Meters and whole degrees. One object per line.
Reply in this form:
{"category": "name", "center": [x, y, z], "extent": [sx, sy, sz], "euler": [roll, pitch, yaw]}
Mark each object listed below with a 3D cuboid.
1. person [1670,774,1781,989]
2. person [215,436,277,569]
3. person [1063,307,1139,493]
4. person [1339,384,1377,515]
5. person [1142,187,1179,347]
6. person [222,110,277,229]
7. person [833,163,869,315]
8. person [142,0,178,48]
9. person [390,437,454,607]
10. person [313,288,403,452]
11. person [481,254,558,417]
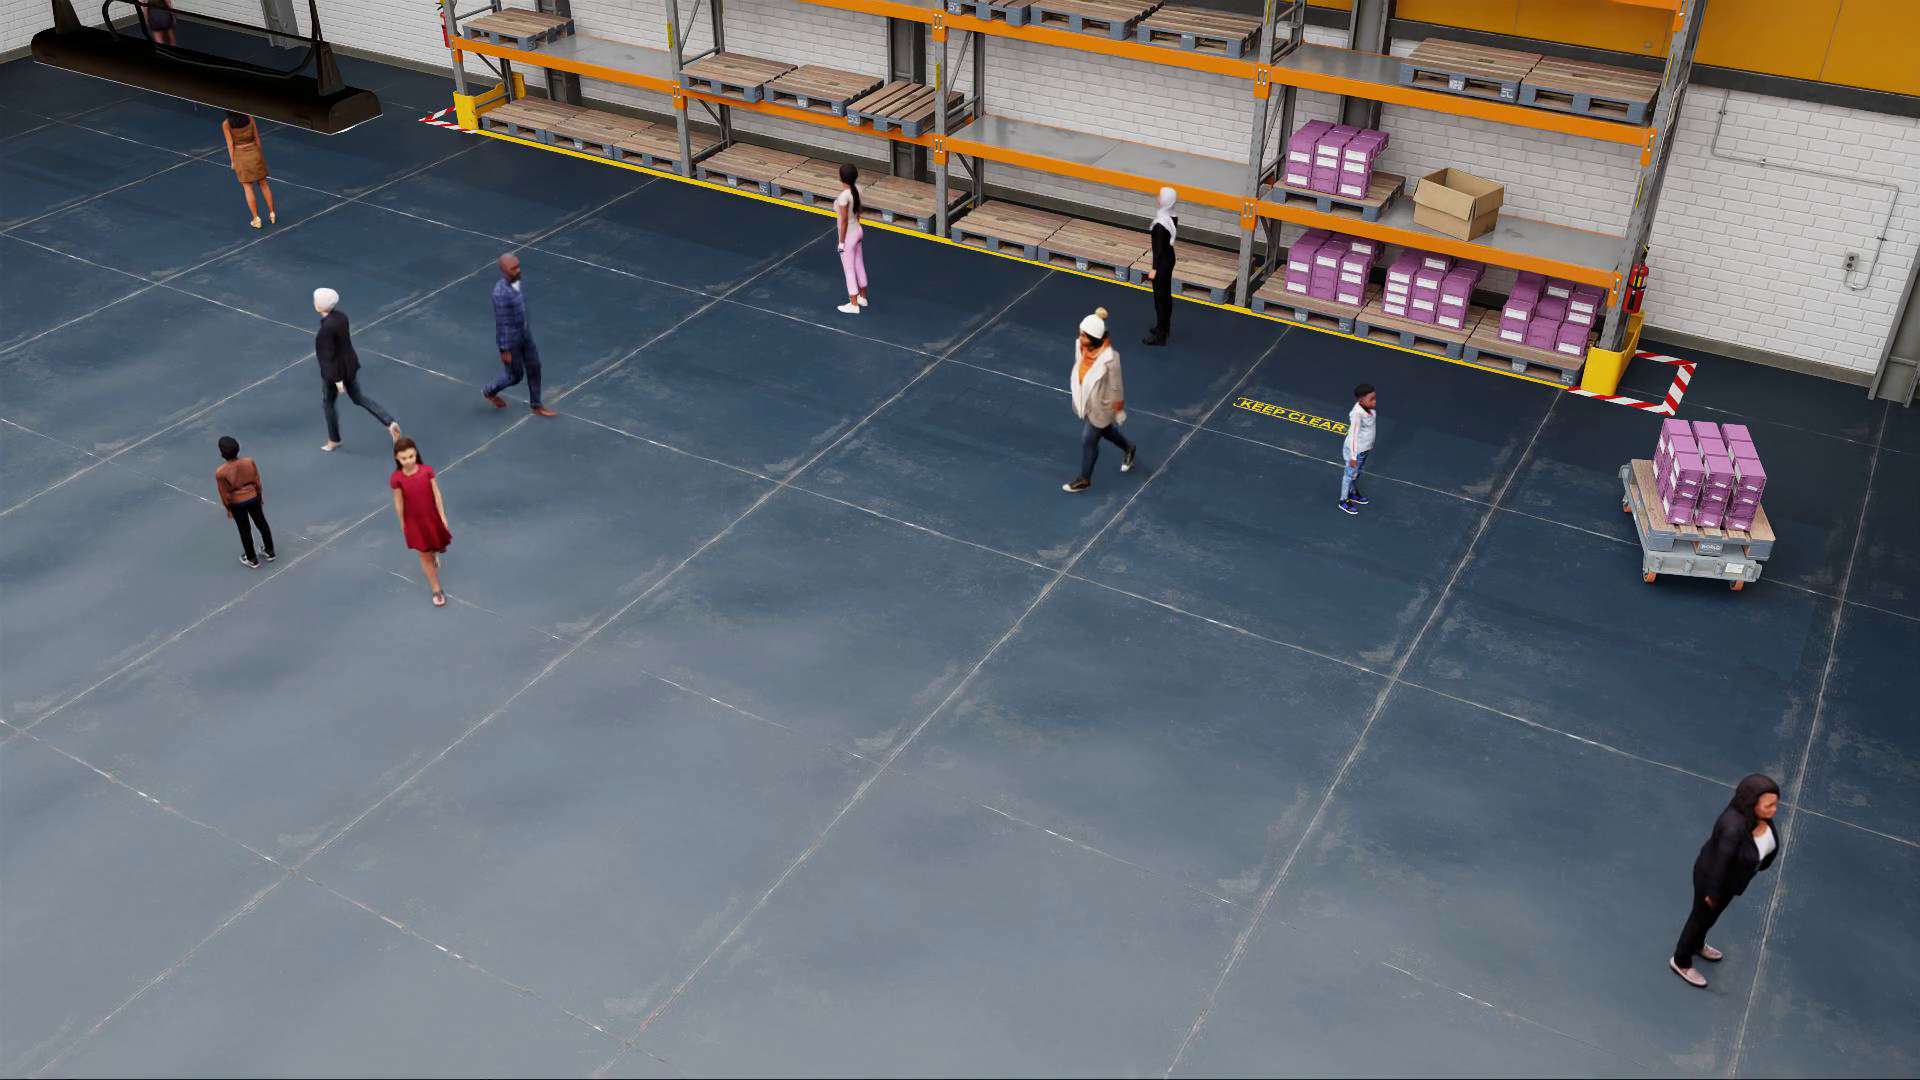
{"category": "person", "center": [4.813, 2.101, 10.476], "extent": [0.692, 1.616, 0.696], "euler": [27, 42, 34]}
{"category": "person", "center": [-6.235, -0.345, 14.484], "extent": [0.533, 1.252, 0.556], "euler": [28, 43, 35]}
{"category": "person", "center": [1.381, -1.334, 15.438], "extent": [1.104, 1.843, 1.210], "euler": [-20, 39, -27]}
{"category": "person", "center": [3.656, -0.869, 15.265], "extent": [0.515, 1.261, 0.497], "euler": [22, 40, 30]}
{"category": "person", "center": [2.195, -2.955, 17.934], "extent": [0.552, 1.780, 0.618], "euler": [14, 36, 20]}
{"category": "person", "center": [-8.843, -4.715, 20.663], "extent": [0.620, 1.690, 0.597], "euler": [-28, 42, -35]}
{"category": "person", "center": [-1.224, -3.386, 18.618], "extent": [0.527, 1.741, 0.598], "euler": [15, 36, 21]}
{"category": "person", "center": [-12.232, -7.960, 25.468], "extent": [0.841, 1.774, 0.982], "euler": [-17, 37, -24]}
{"category": "person", "center": [-4.551, -0.218, 14.034], "extent": [0.776, 1.538, 0.928], "euler": [-18, 38, -25]}
{"category": "person", "center": [-5.910, -1.595, 16.008], "extent": [1.149, 1.759, 0.921], "euler": [7, 34, 10]}
{"category": "person", "center": [-4.496, -2.020, 16.521], "extent": [1.066, 1.787, 0.830], "euler": [7, 34, 11]}
